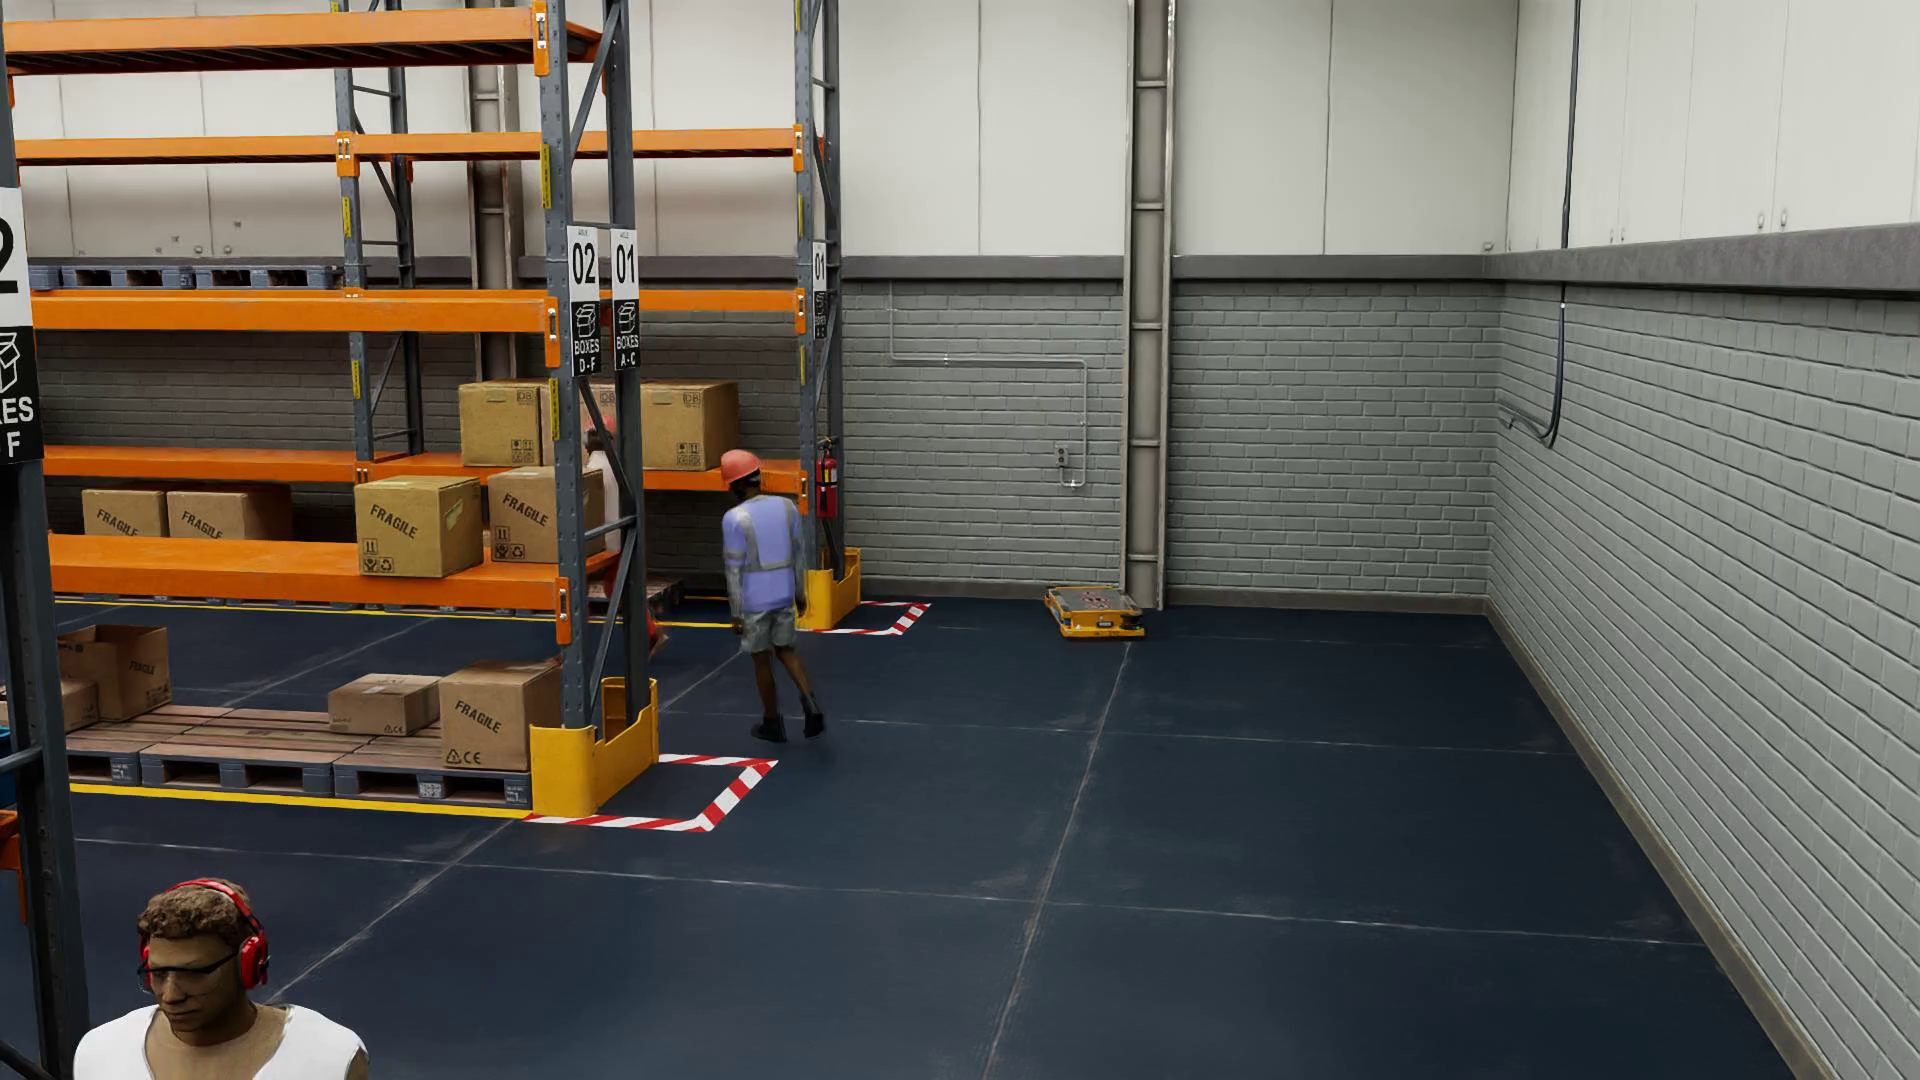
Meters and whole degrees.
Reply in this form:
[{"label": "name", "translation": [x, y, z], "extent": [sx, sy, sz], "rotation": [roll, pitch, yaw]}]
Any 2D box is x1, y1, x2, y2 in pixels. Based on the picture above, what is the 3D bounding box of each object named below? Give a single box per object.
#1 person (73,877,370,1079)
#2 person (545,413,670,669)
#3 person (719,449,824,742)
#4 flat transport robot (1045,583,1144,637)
[{"label": "person", "translation": [-1.437, 1.545, 3.298], "extent": [0.566, 1.846, 0.386], "rotation": [-1, 9, -4]}, {"label": "person", "translation": [-2.680, 0.013, 12.503], "extent": [0.834, 1.939, 0.617], "rotation": [3, 10, 18]}, {"label": "person", "translation": [-1.194, 0.373, 10.427], "extent": [0.608, 1.889, 0.564], "rotation": [-8, 12, -39]}, {"label": "flat transport robot", "translation": [1.124, 0.585, 14.129], "extent": [0.652, 0.197, 1.431], "rotation": [-1, 9, -4]}]
